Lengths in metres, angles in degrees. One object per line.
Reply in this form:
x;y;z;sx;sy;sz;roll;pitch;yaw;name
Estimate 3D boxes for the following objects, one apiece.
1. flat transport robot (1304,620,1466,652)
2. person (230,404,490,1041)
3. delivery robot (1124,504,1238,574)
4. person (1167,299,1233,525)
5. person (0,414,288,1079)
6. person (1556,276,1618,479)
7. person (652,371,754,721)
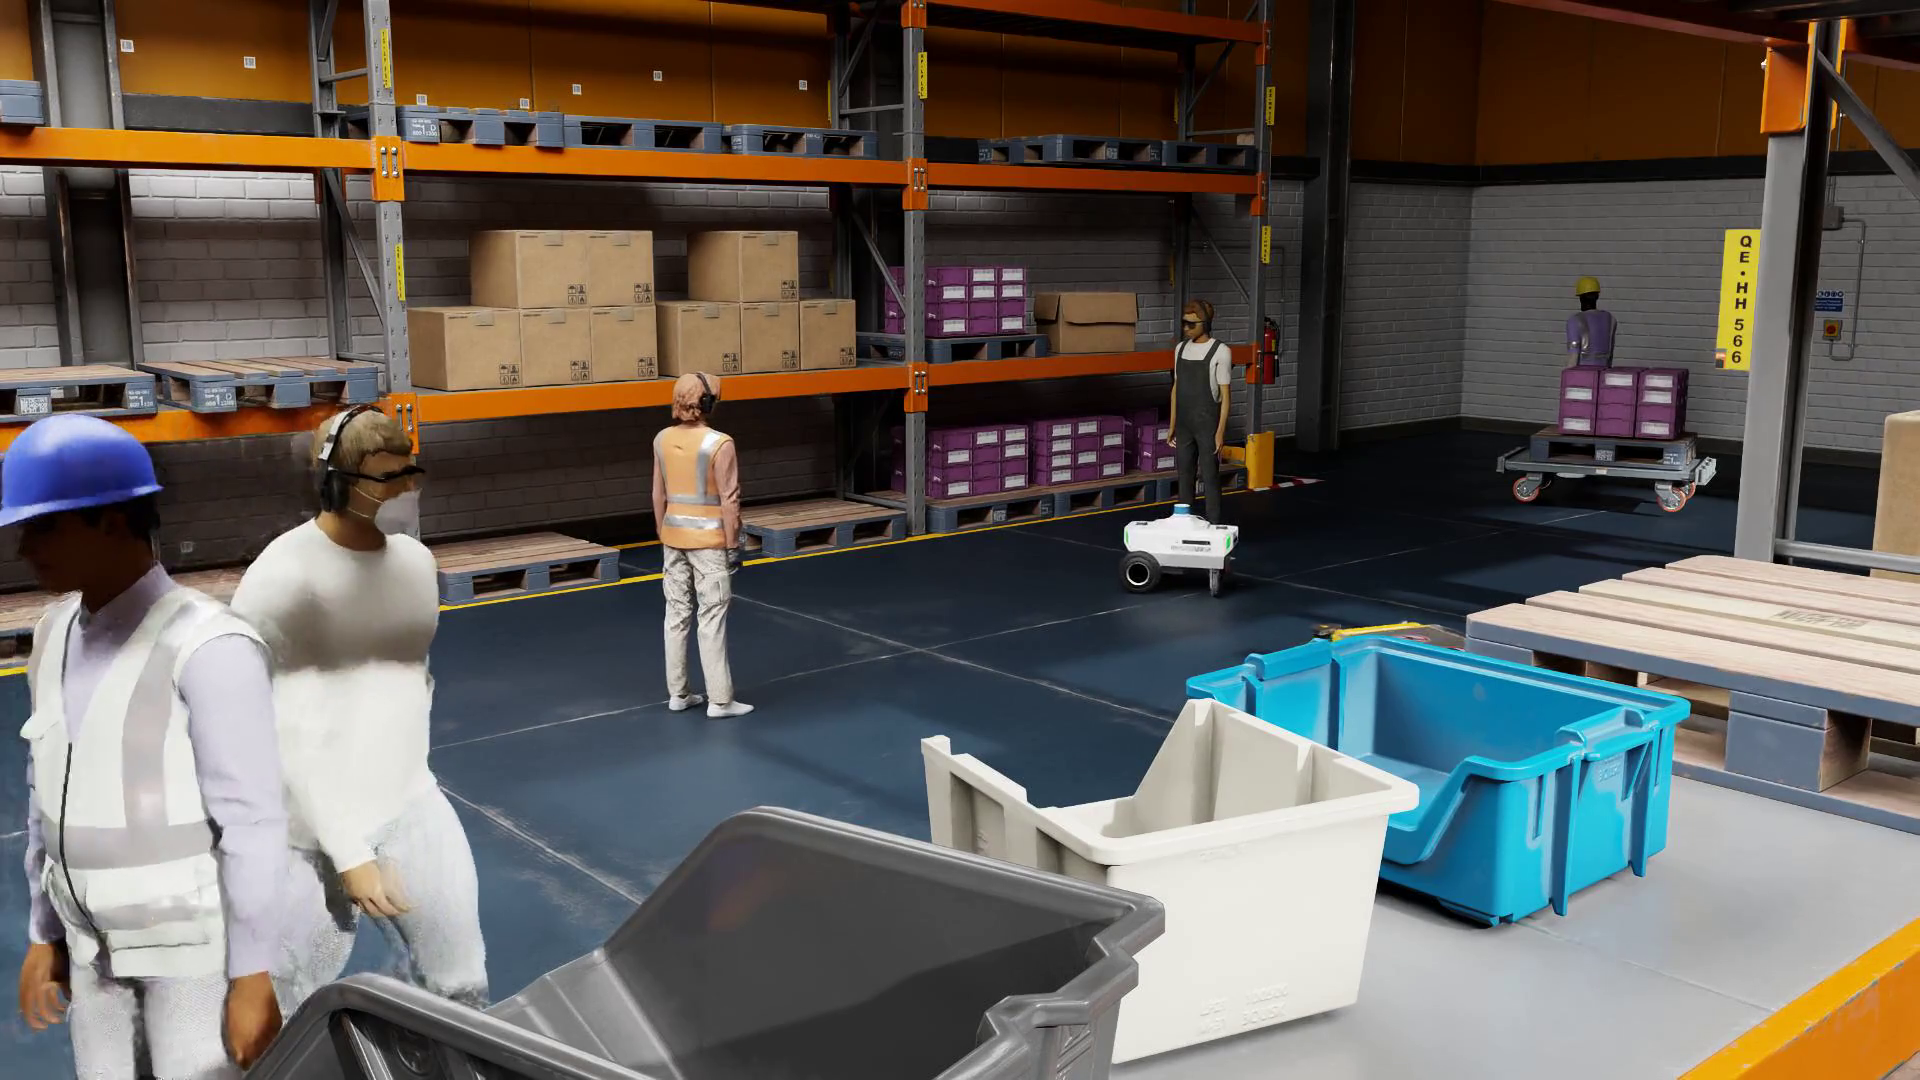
2.393;0.632;8.307;0.652;0.197;1.431;-4;11;-22;flat transport robot
-1.414;0.624;3.831;0.978;1.894;0.617;4;11;23;person
1.428;0.011;10.727;0.707;0.478;0.477;3;10;16;delivery robot
1.707;-0.803;11.953;0.344;1.839;0.505;-10;14;-44;person
-1.495;0.736;3.098;0.642;1.929;0.401;6;12;30;person
5.951;-1.535;15.820;0.587;1.922;0.383;-5;11;-26;person
-1.235;0.029;7.846;0.515;1.641;0.314;7;12;35;person
